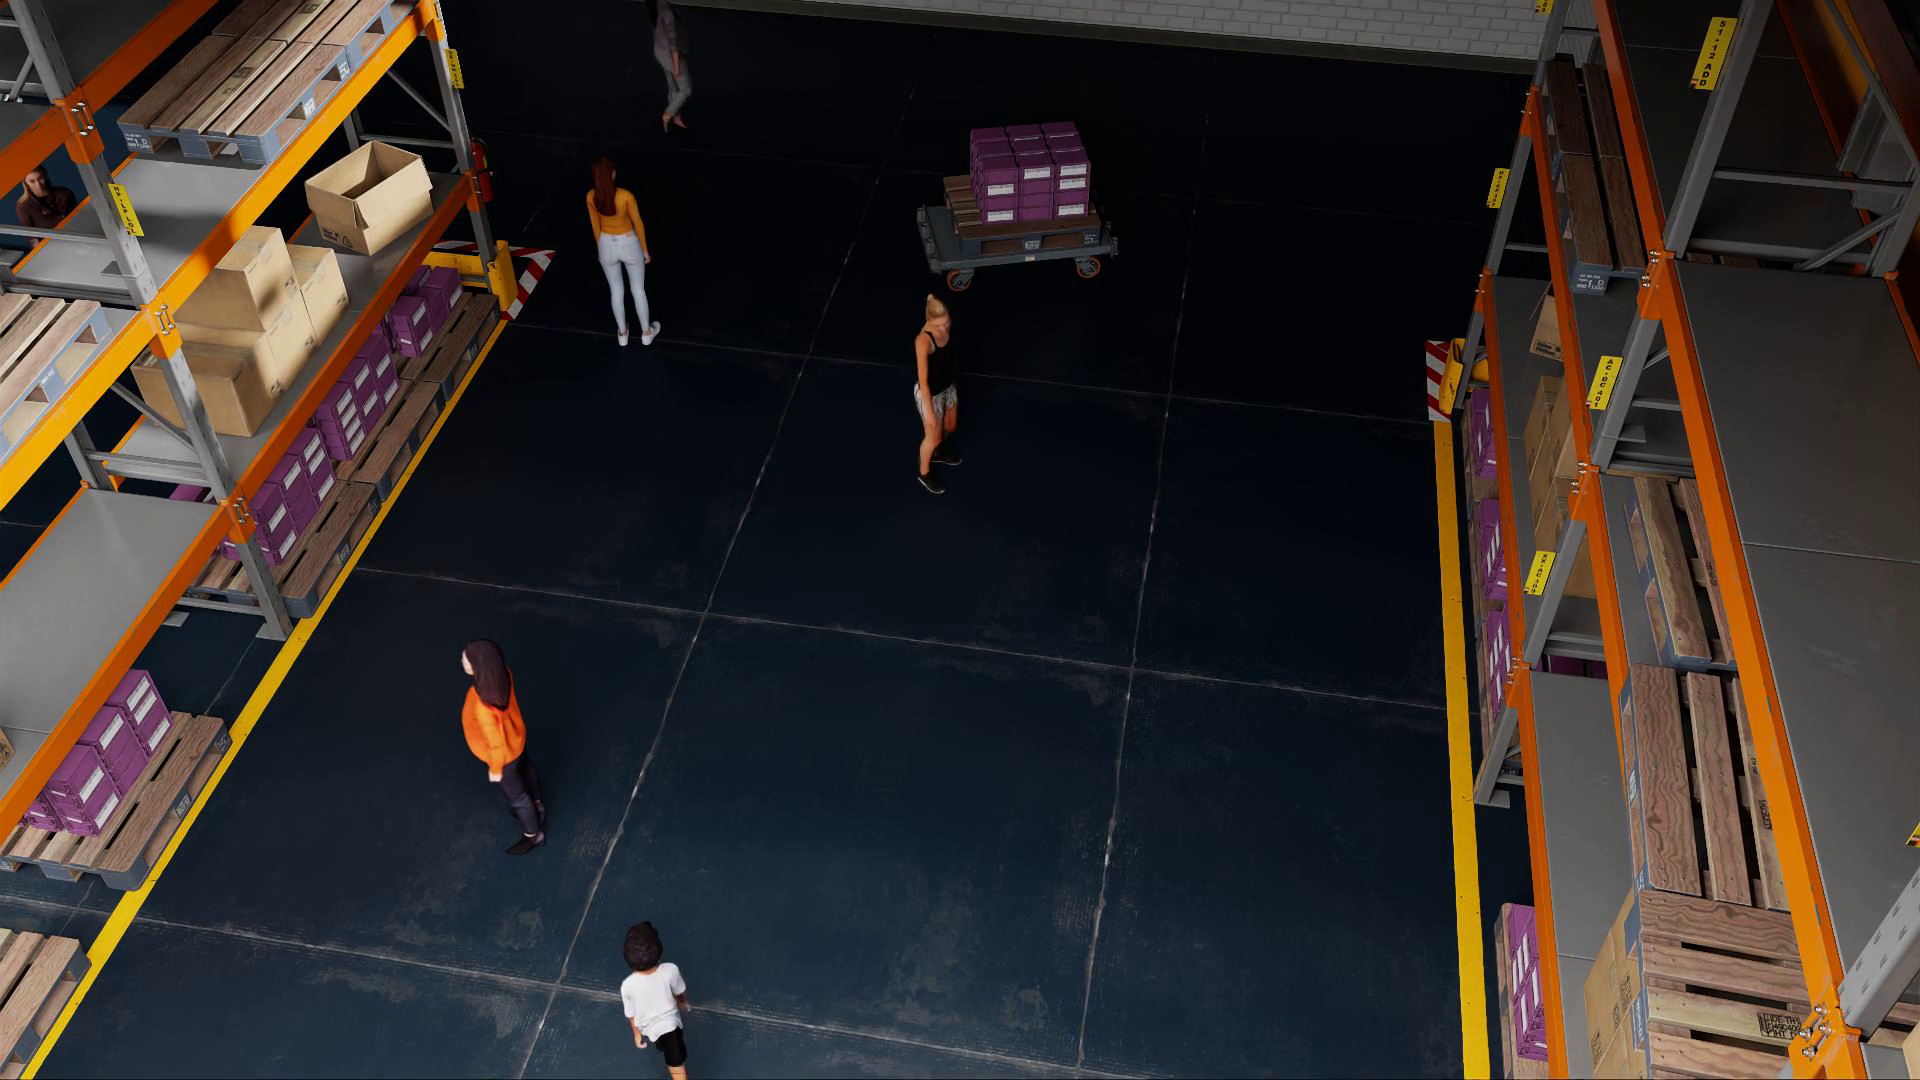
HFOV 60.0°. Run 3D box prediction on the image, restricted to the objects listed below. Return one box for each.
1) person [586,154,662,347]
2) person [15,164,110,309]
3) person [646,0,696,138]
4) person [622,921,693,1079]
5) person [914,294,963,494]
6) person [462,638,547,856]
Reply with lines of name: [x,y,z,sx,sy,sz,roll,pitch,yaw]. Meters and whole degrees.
person: [-2.724,-2.319,13.354,0.608,1.751,0.608,1,44,2]
person: [-7.173,-2.290,13.358,0.646,1.704,0.733,-31,52,-28]
person: [-2.815,-4.553,15.760,0.857,1.667,0.797,-25,49,-24]
person: [-1.559,2.543,8.638,0.789,1.217,0.992,-15,46,-15]
person: [-0.206,-1.103,12.034,0.880,1.811,0.729,12,45,12]
person: [-2.646,1.185,9.678,0.729,1.749,0.570,-3,44,-3]
